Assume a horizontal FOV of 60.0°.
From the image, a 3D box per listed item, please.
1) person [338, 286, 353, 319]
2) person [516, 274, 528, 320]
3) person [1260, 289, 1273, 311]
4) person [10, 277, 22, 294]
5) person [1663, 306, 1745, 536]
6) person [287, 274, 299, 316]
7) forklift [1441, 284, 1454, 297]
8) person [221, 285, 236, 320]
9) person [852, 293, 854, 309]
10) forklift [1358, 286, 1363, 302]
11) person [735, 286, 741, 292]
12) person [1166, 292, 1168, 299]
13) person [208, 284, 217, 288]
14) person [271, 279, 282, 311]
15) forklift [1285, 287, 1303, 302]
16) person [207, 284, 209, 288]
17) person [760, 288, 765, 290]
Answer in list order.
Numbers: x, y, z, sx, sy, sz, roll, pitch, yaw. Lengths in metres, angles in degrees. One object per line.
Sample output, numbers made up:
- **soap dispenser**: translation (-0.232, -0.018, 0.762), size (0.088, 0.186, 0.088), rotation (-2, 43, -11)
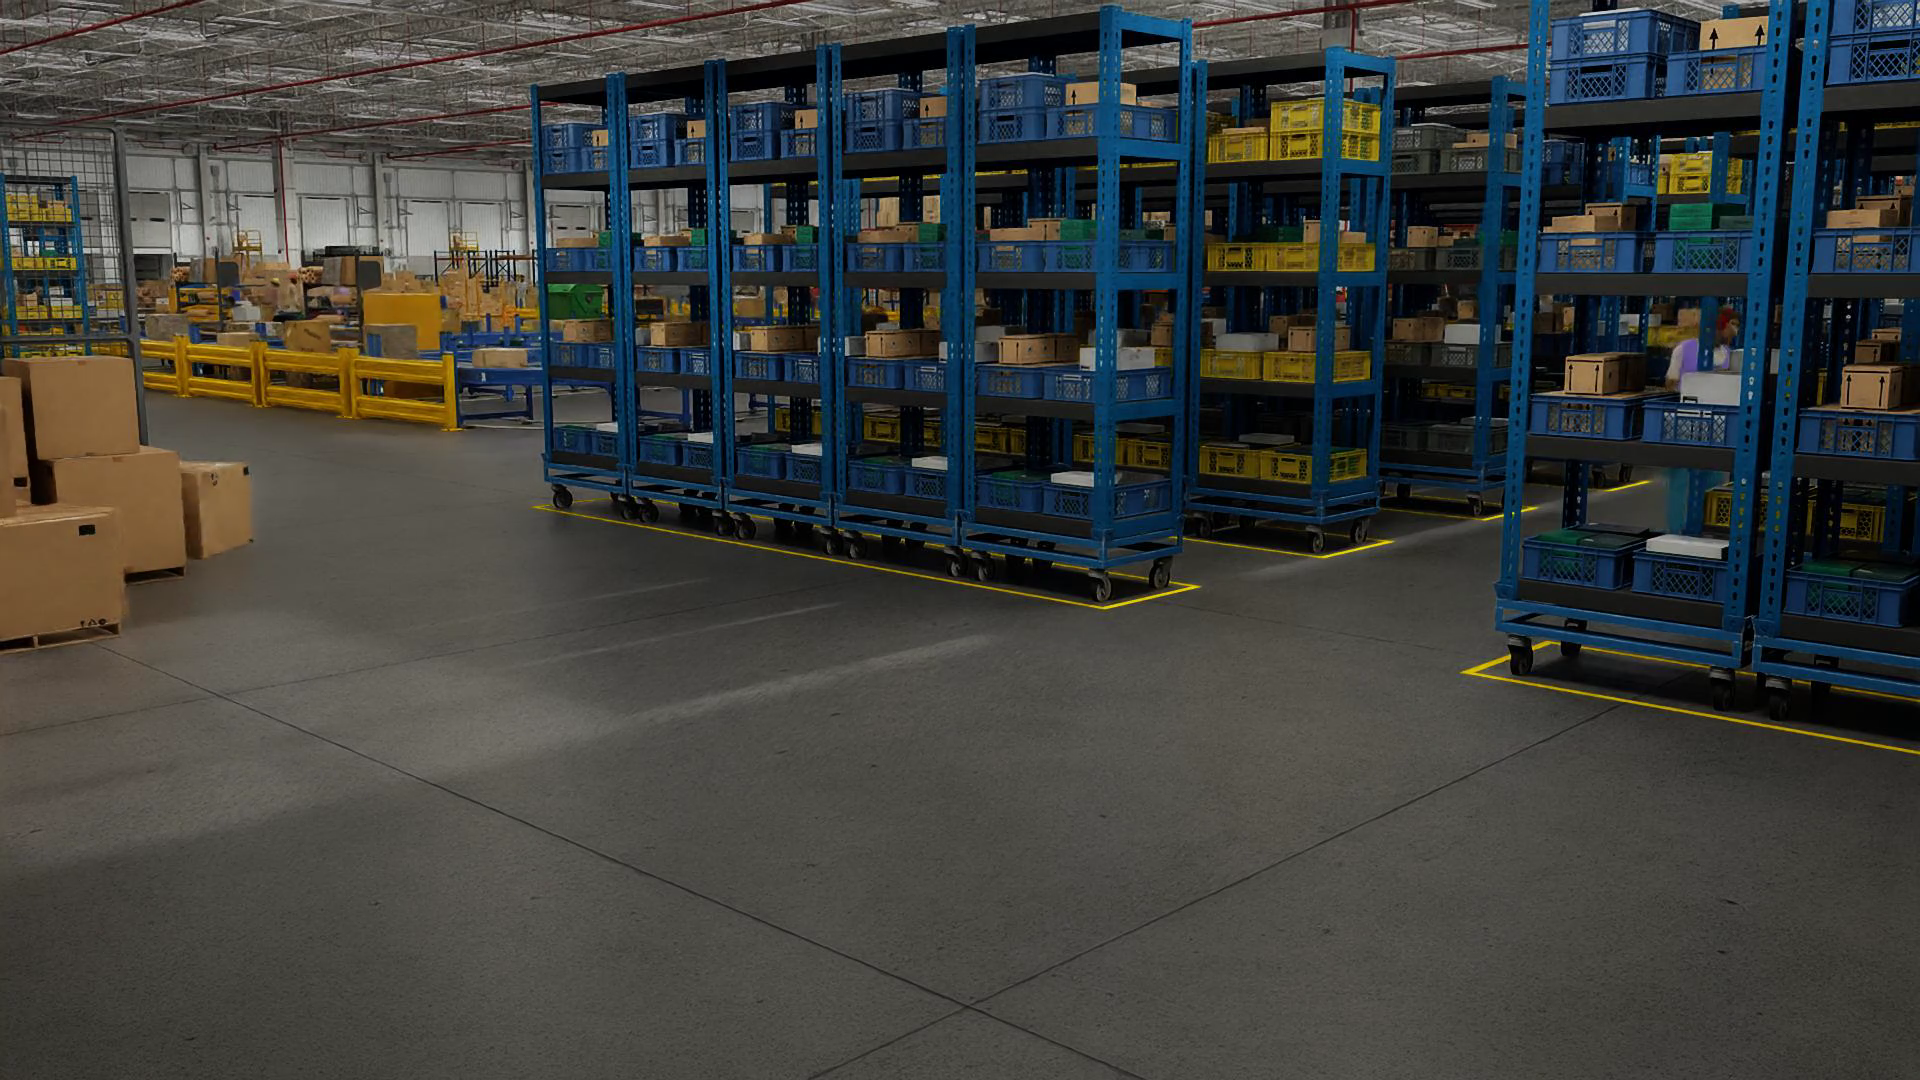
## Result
- **person**: translation (-14.571, -5.361, 39.418), size (0.557, 2.028, 0.621), rotation (-5, 10, -28)
- **person**: translation (-17.620, -9.753, 66.885), size (0.529, 1.858, 0.521), rotation (-6, 11, -33)
- **person**: translation (7.500, -5.424, 40.711), size (0.531, 1.737, 0.794), rotation (5, 10, 26)
- **person**: translation (-44.752, -11.675, 78.775), size (0.632, 1.821, 0.731), rotation (1, 9, 3)
- **person**: translation (5.323, -0.776, 12.014), size (0.683, 1.806, 0.384), rotation (-2, 9, -13)
- **person**: translation (-22.508, -7.969, 55.839), size (0.872, 1.907, 0.559), rotation (-7, 11, -35)
- **forklift**: translation (14.240, -7.178, 47.954), size (1.873, 2.768, 1.129), rotation (9, 13, 42)
- **person**: translation (-16.539, -5.022, 37.852), size (0.934, 1.864, 0.651), rotation (-8, 12, -41)
- **person**: translation (-4.077, -8.660, 60.964), size (0.822, 1.597, 0.490), rotation (4, 10, 23)
- **forklift**: translation (11.100, -7.017, 46.970), size (1.873, 2.768, 1.129), rotation (9, 13, 43)
- **person**: translation (-10.705, -11.743, 79.042), size (0.594, 1.889, 0.654), rotation (6, 11, 34)
- **person**: translation (6.565, -7.276, 51.926), size (0.950, 1.780, 0.615), rotation (6, 11, 34)
- **person**: translation (-25.577, -8.184, 57.162), size (0.697, 1.893, 0.609), rotation (-4, 10, -22)
- **person**: translation (-23.551, -8.153, 57.437), size (0.871, 1.724, 0.540), rotation (-9, 13, -44)
- **forklift**: translation (10.769, -8.203, 54.240), size (1.129, 2.768, 1.873), rotation (8, 12, 42)
- **person**: translation (-40.405, -13.529, 89.809), size (0.594, 1.926, 0.366), rotation (5, 10, 28)
- **person**: translation (-7.365, -9.034, 62.330), size (0.814, 1.909, 0.553), rotation (8, 12, 39)
